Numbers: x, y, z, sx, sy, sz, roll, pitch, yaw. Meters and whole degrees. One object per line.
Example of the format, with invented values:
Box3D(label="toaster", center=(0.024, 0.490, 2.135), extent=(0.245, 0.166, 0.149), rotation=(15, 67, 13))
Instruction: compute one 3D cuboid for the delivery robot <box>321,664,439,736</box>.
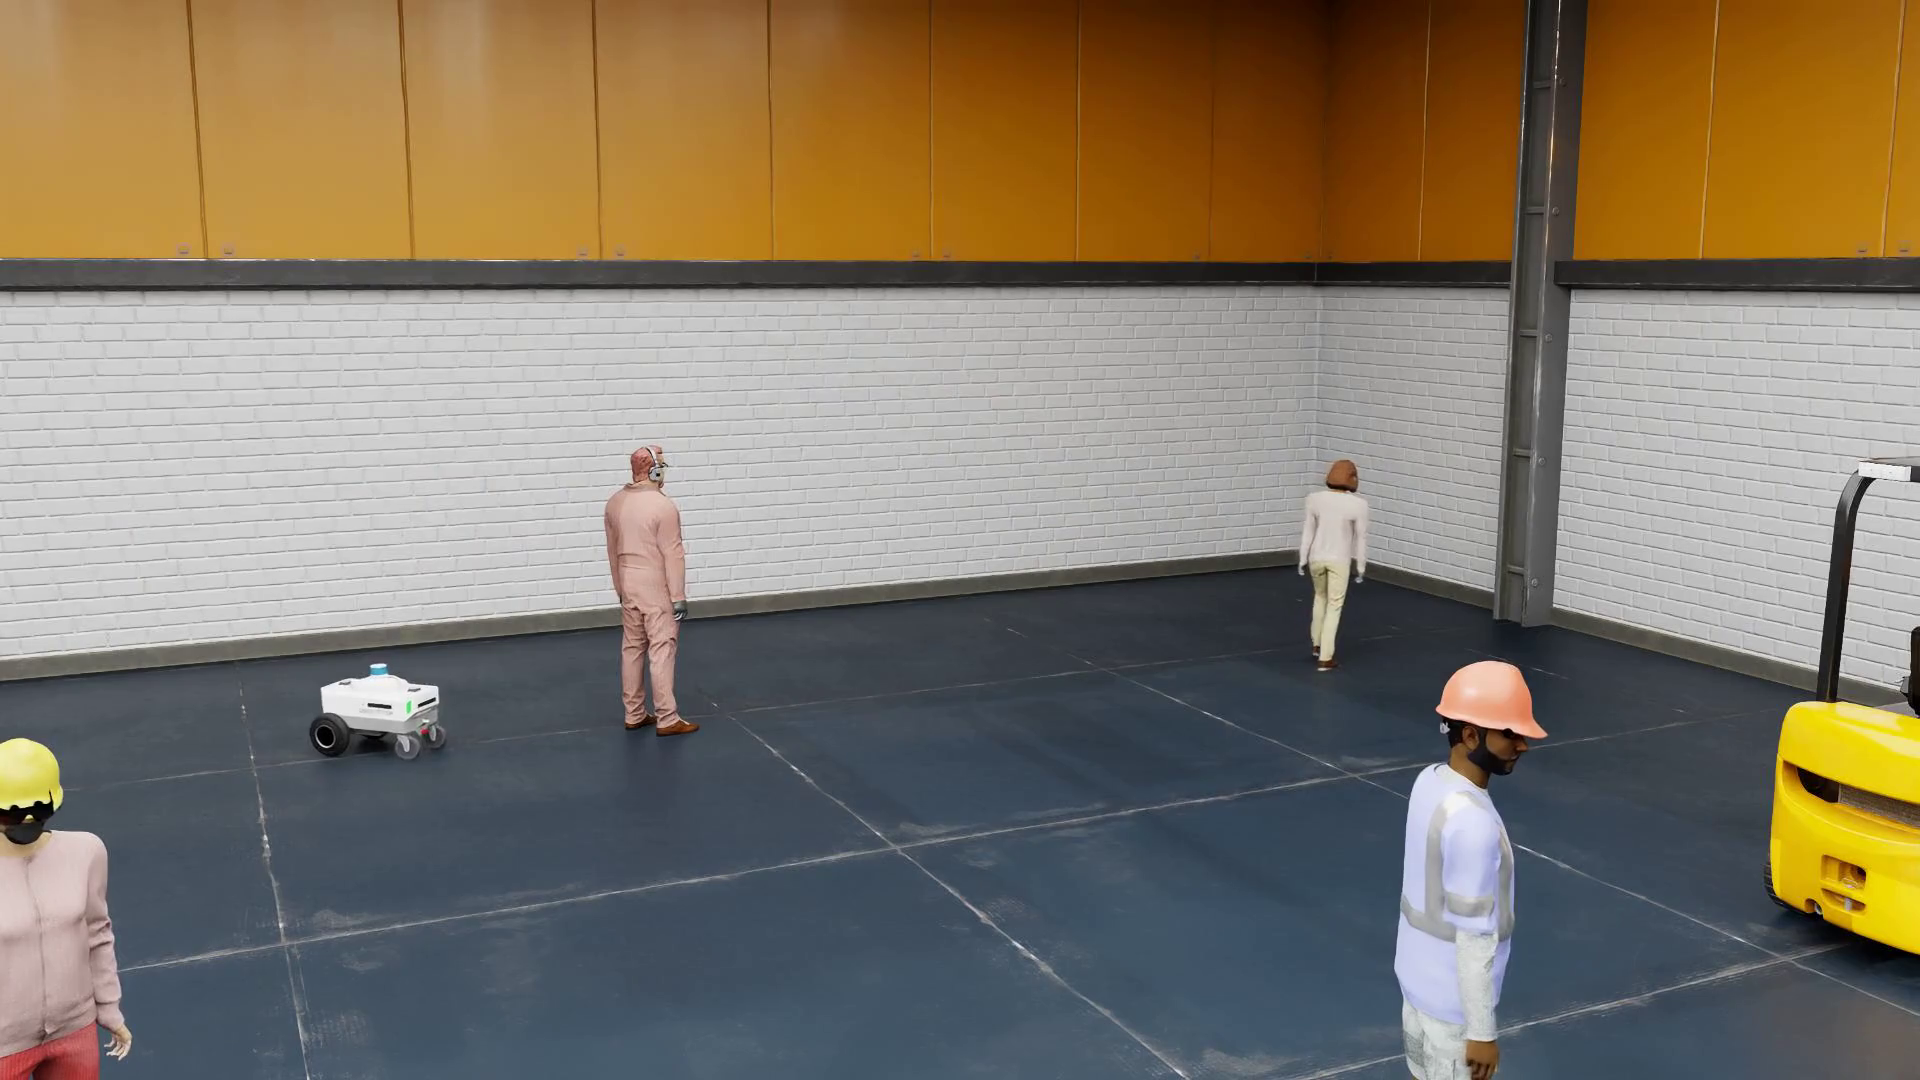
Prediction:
Box3D(label="delivery robot", center=(-3.658, 1.027, 10.505), extent=(0.707, 0.478, 0.477), rotation=(3, 10, 18))

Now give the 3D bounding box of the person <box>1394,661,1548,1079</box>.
Box3D(label="person", center=(1.464, 1.299, 4.847), extent=(0.376, 1.933, 0.545), rotation=(0, 9, 3))

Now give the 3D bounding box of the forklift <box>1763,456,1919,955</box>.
Box3D(label="forklift", center=(4.857, 0.731, 7.561), extent=(2.313, 2.155, 1.214), rotation=(-4, 10, -25))

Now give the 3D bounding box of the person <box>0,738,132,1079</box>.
Box3D(label="person", center=(-2.607, 1.411, 4.693), extent=(0.328, 1.759, 0.524), rotation=(6, 11, 33))

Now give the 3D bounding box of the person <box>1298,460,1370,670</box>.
Box3D(label="person", center=(2.888, 0.184, 12.828), extent=(0.512, 1.591, 0.639), rotation=(6, 11, 32))

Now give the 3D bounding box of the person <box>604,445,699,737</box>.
Box3D(label="person", center=(-2.015, 0.331, 10.927), extent=(0.637, 1.910, 0.406), rotation=(7, 11, 36))
